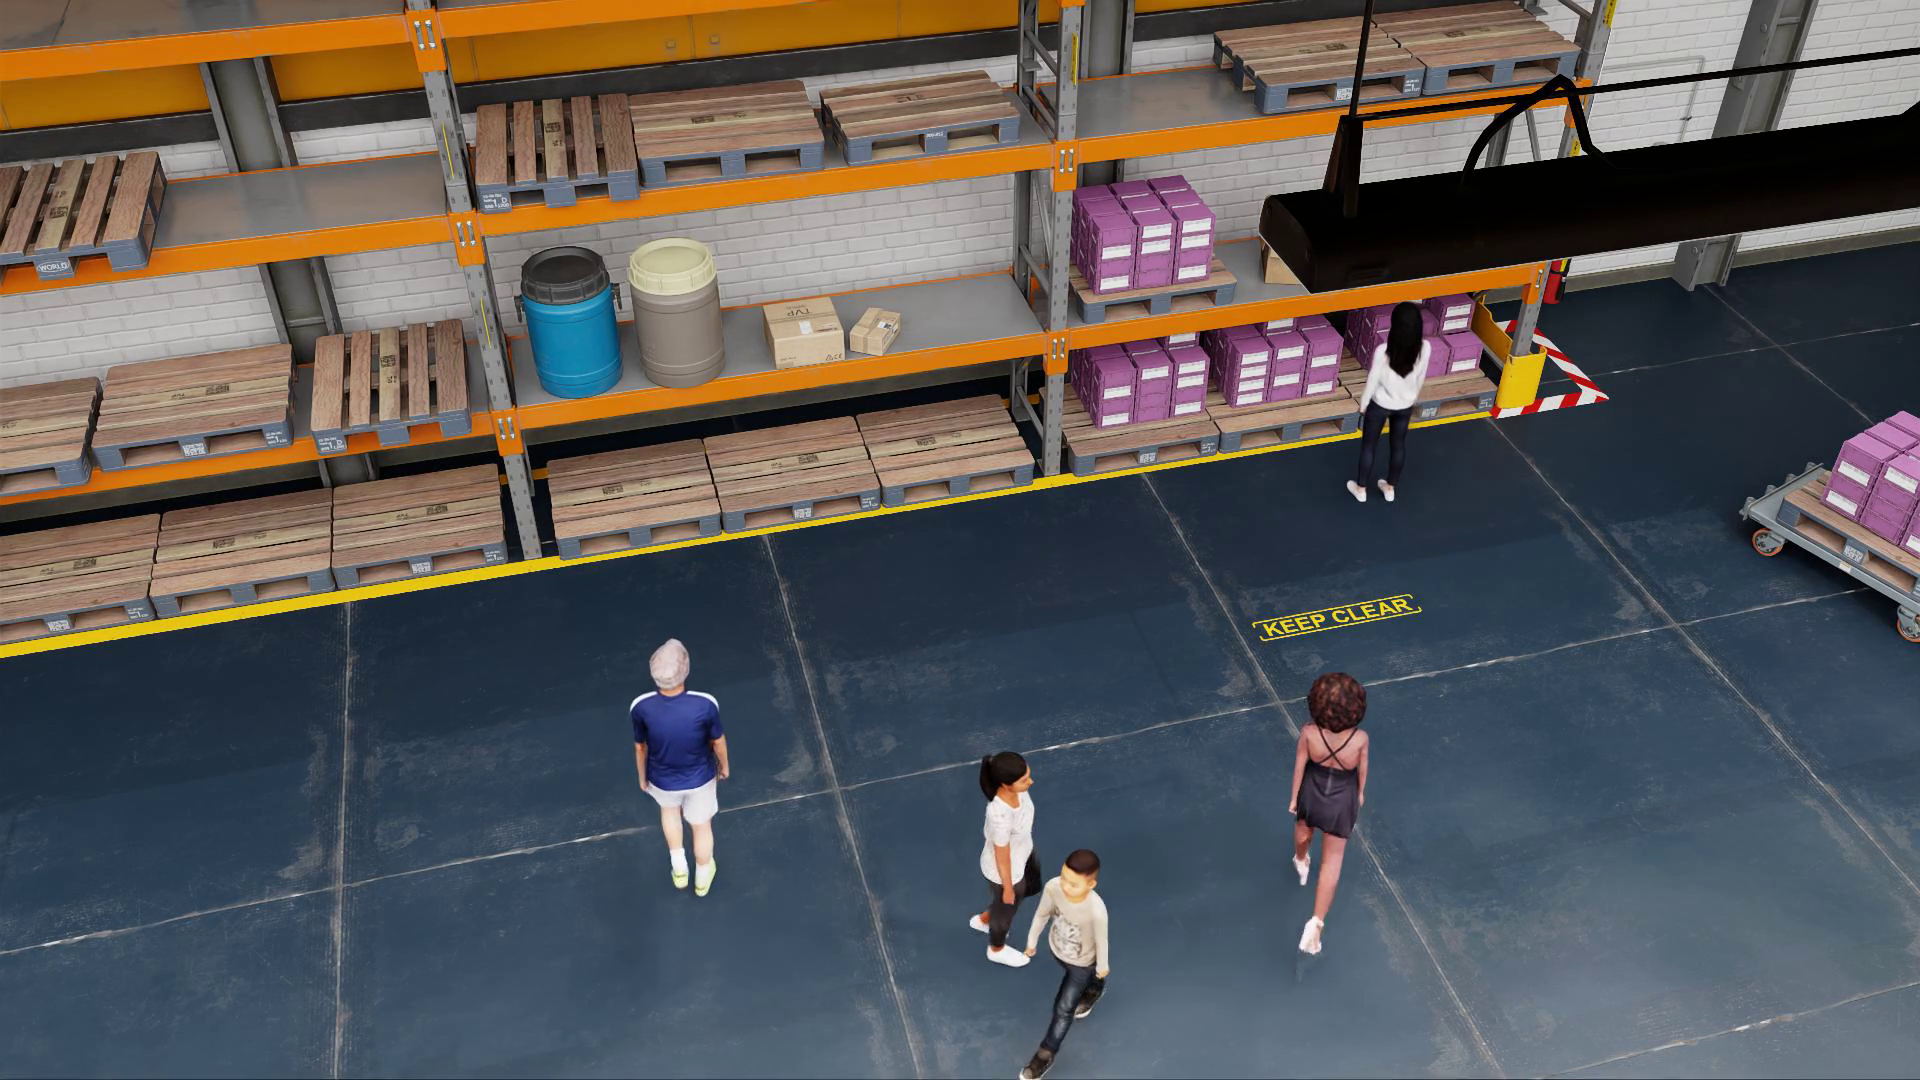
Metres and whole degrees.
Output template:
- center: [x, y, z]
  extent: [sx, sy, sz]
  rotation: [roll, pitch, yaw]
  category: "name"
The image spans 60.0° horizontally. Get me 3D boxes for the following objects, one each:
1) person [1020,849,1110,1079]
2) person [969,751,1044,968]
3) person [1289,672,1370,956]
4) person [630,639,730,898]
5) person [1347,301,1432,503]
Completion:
- center: [0.637, 2.095, 8.639]
  extent: [0.901, 1.428, 1.073]
  rotation: [30, 47, 32]
  category: "person"
- center: [0.178, 1.711, 8.953]
  extent: [0.751, 1.636, 0.702]
  rotation: [8, 39, 9]
  category: "person"
- center: [2.003, 1.504, 9.114]
  extent: [1.069, 1.758, 1.006]
  rotation: [12, 40, 15]
  category: "person"
- center: [-1.551, 1.355, 9.246]
  extent: [0.619, 1.827, 0.766]
  rotation: [-3, 39, -4]
  category: "person"
- center: [3.210, -1.005, 12.301]
  extent: [0.502, 1.702, 0.694]
  rotation: [-7, 39, -9]
  category: "person"
